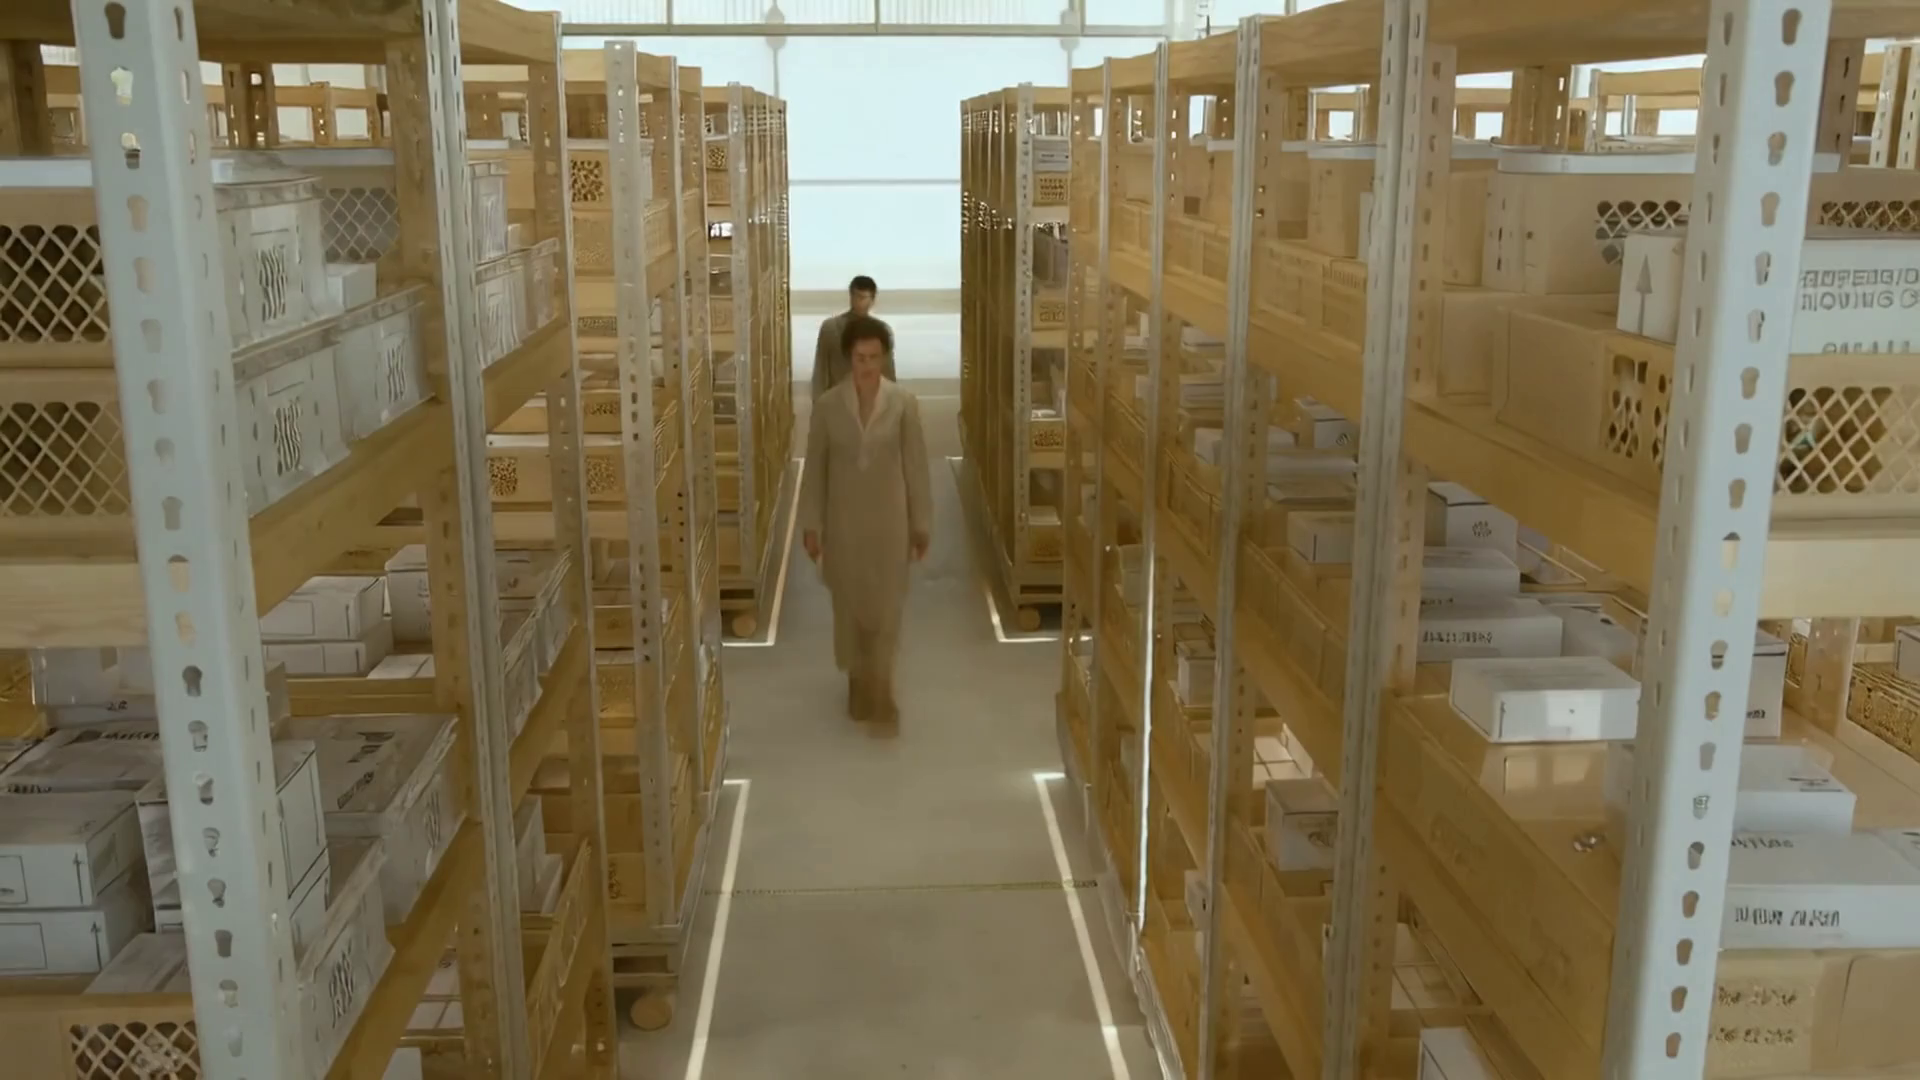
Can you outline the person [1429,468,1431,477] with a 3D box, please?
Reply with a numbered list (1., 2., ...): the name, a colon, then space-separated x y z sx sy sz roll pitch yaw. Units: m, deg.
1. person: 3.816 -0.973 13.624 0.473 1.972 0.651 -5 15 -21
